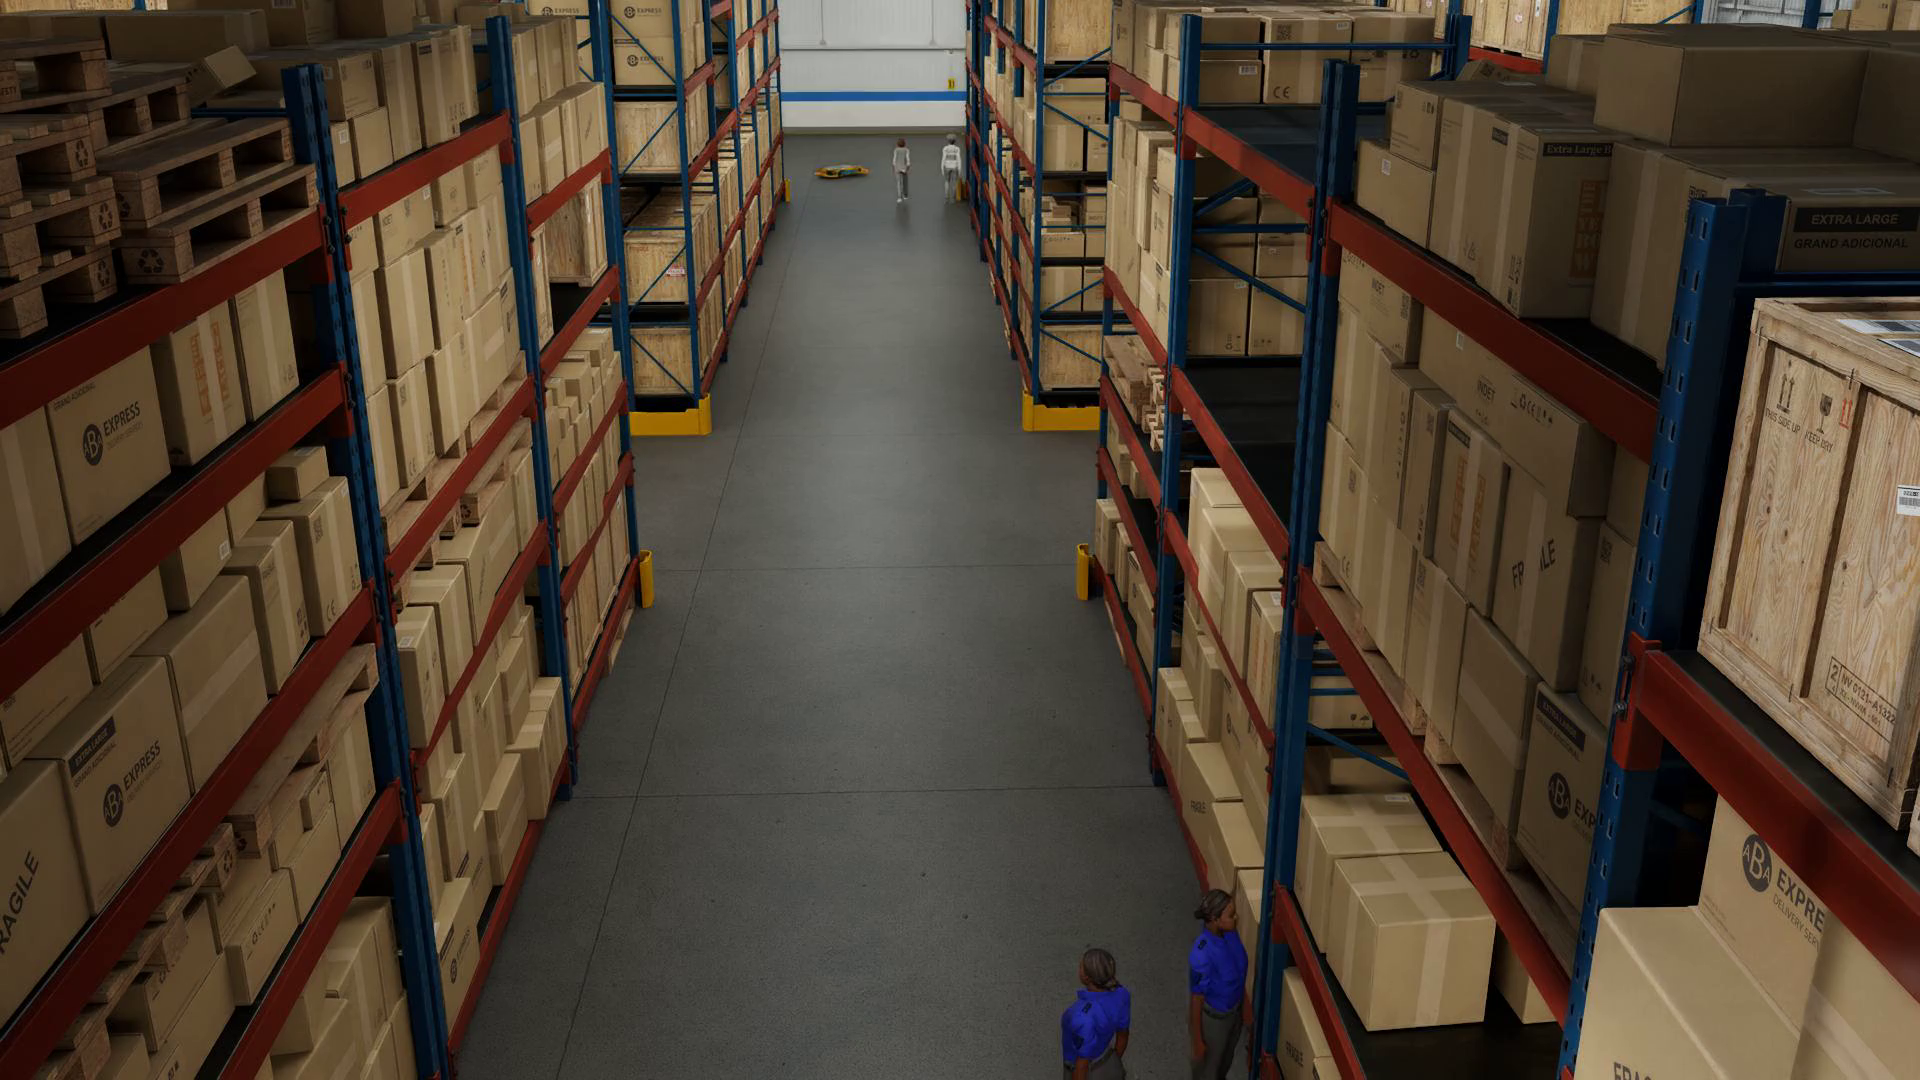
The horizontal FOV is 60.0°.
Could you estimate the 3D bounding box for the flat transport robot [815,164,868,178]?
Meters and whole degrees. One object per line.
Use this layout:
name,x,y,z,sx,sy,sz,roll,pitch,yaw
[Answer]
flat transport robot,-3.285,-10.219,46.095,0.659,0.246,1.431,18,27,40

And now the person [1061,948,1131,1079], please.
person,0.681,2.886,8.918,0.359,1.657,0.433,16,26,36

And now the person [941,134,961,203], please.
person,-0.212,-9.228,41.304,0.490,1.693,0.445,2,21,5

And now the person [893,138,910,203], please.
person,-1.468,-9.256,41.553,0.419,1.567,0.860,-2,21,-6

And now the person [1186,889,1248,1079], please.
person,1.434,2.715,9.370,0.308,1.669,0.481,14,25,33
